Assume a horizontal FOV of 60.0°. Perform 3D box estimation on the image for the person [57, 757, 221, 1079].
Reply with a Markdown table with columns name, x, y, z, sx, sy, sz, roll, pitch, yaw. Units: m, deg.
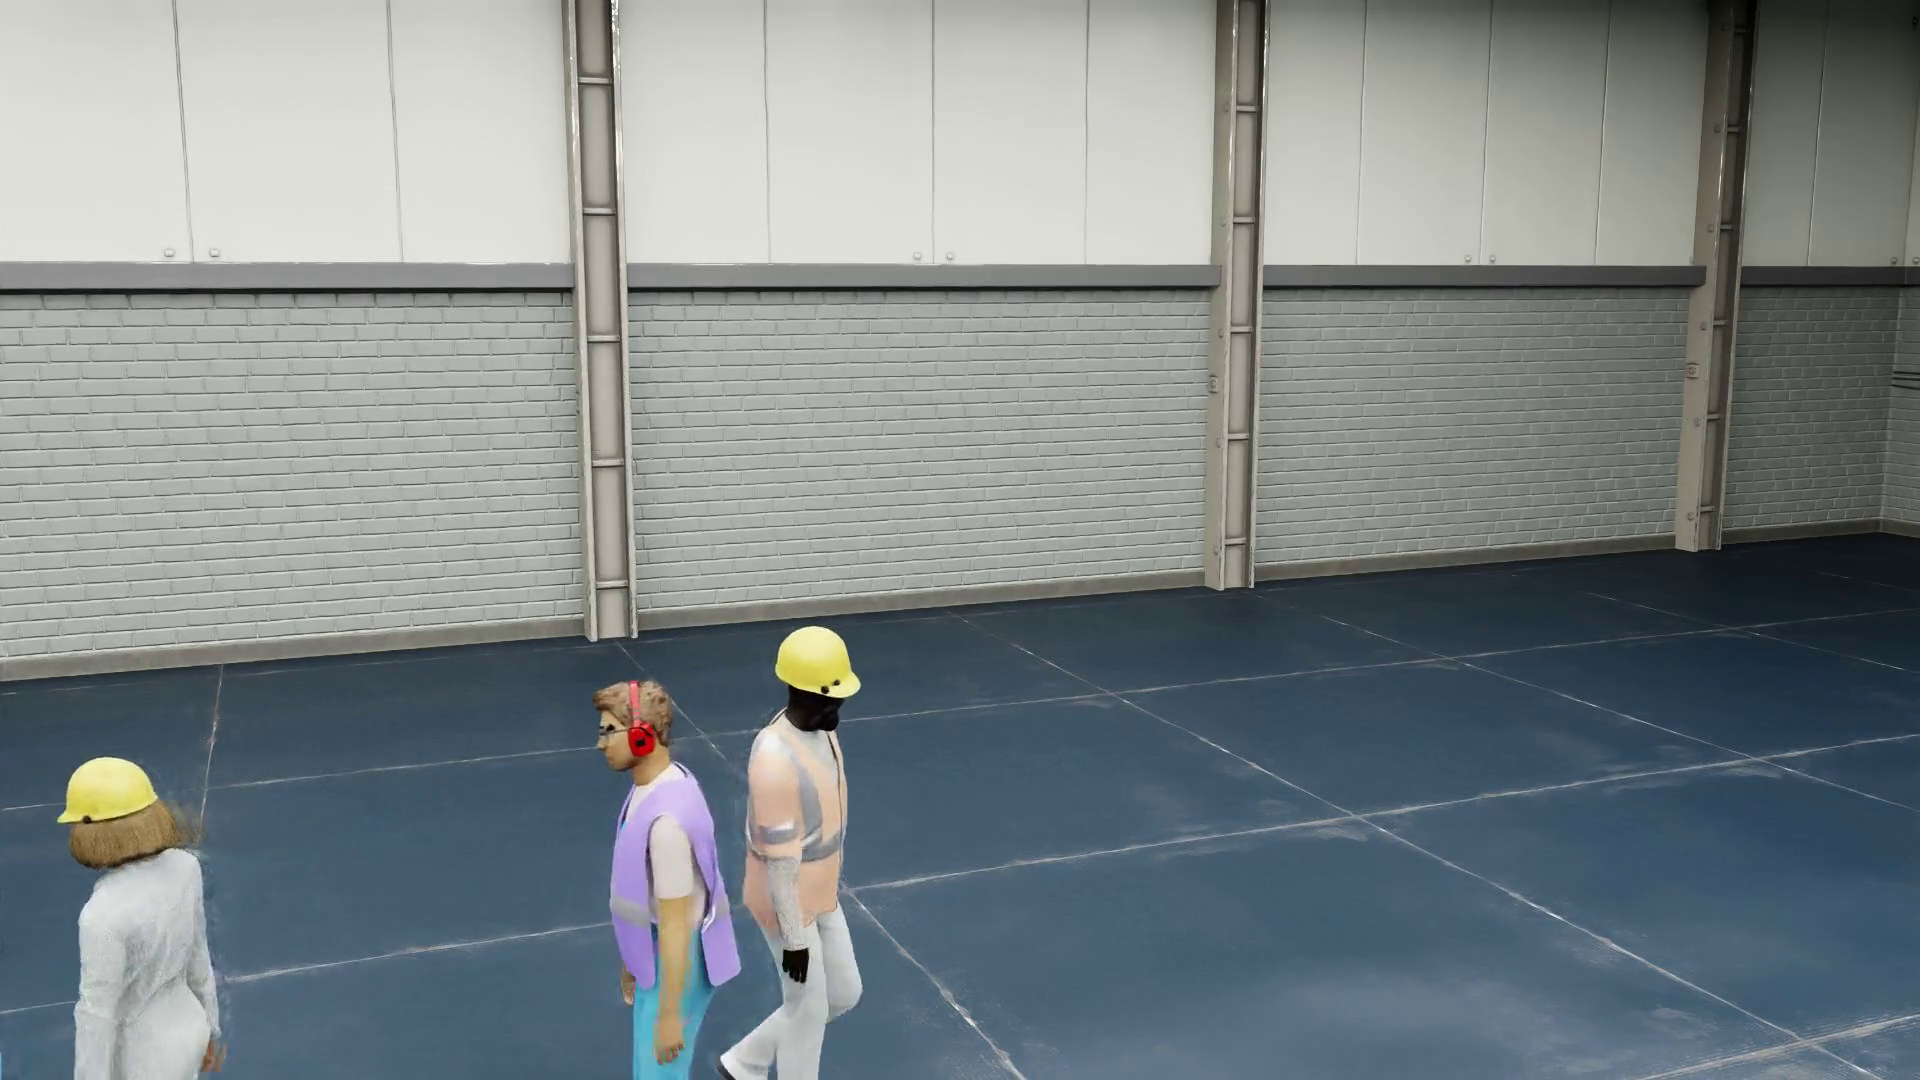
| name | x | y | z | sx | sy | sz | roll | pitch | yaw |
| --- | --- | --- | --- | --- | --- | --- | --- | --- | --- |
| person | -2.279 | 1.444 | 4.644 | 0.361 | 1.724 | 0.488 | 0 | 9 | 1 |

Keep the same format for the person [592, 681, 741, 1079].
| name | x | y | z | sx | sy | sz | roll | pitch | yaw |
| --- | --- | --- | --- | --- | --- | --- | --- | --- | --- |
| person | -0.895 | 1.327 | 5.042 | 0.452 | 1.832 | 0.585 | -2 | 9 | -14 |

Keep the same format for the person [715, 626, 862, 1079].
| name | x | y | z | sx | sy | sz | roll | pitch | yaw |
| --- | --- | --- | --- | --- | --- | --- | --- | --- | --- |
| person | -0.559 | 1.205 | 5.619 | 0.513 | 1.898 | 0.598 | 2 | 9 | 11 |

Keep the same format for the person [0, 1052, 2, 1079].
| name | x | y | z | sx | sy | sz | roll | pitch | yaw |
| --- | --- | --- | --- | --- | --- | --- | --- | --- | --- |
| person | -2.363 | 1.629 | 3.687 | 0.894 | 1.645 | 0.544 | 1 | 9 | 8 |
